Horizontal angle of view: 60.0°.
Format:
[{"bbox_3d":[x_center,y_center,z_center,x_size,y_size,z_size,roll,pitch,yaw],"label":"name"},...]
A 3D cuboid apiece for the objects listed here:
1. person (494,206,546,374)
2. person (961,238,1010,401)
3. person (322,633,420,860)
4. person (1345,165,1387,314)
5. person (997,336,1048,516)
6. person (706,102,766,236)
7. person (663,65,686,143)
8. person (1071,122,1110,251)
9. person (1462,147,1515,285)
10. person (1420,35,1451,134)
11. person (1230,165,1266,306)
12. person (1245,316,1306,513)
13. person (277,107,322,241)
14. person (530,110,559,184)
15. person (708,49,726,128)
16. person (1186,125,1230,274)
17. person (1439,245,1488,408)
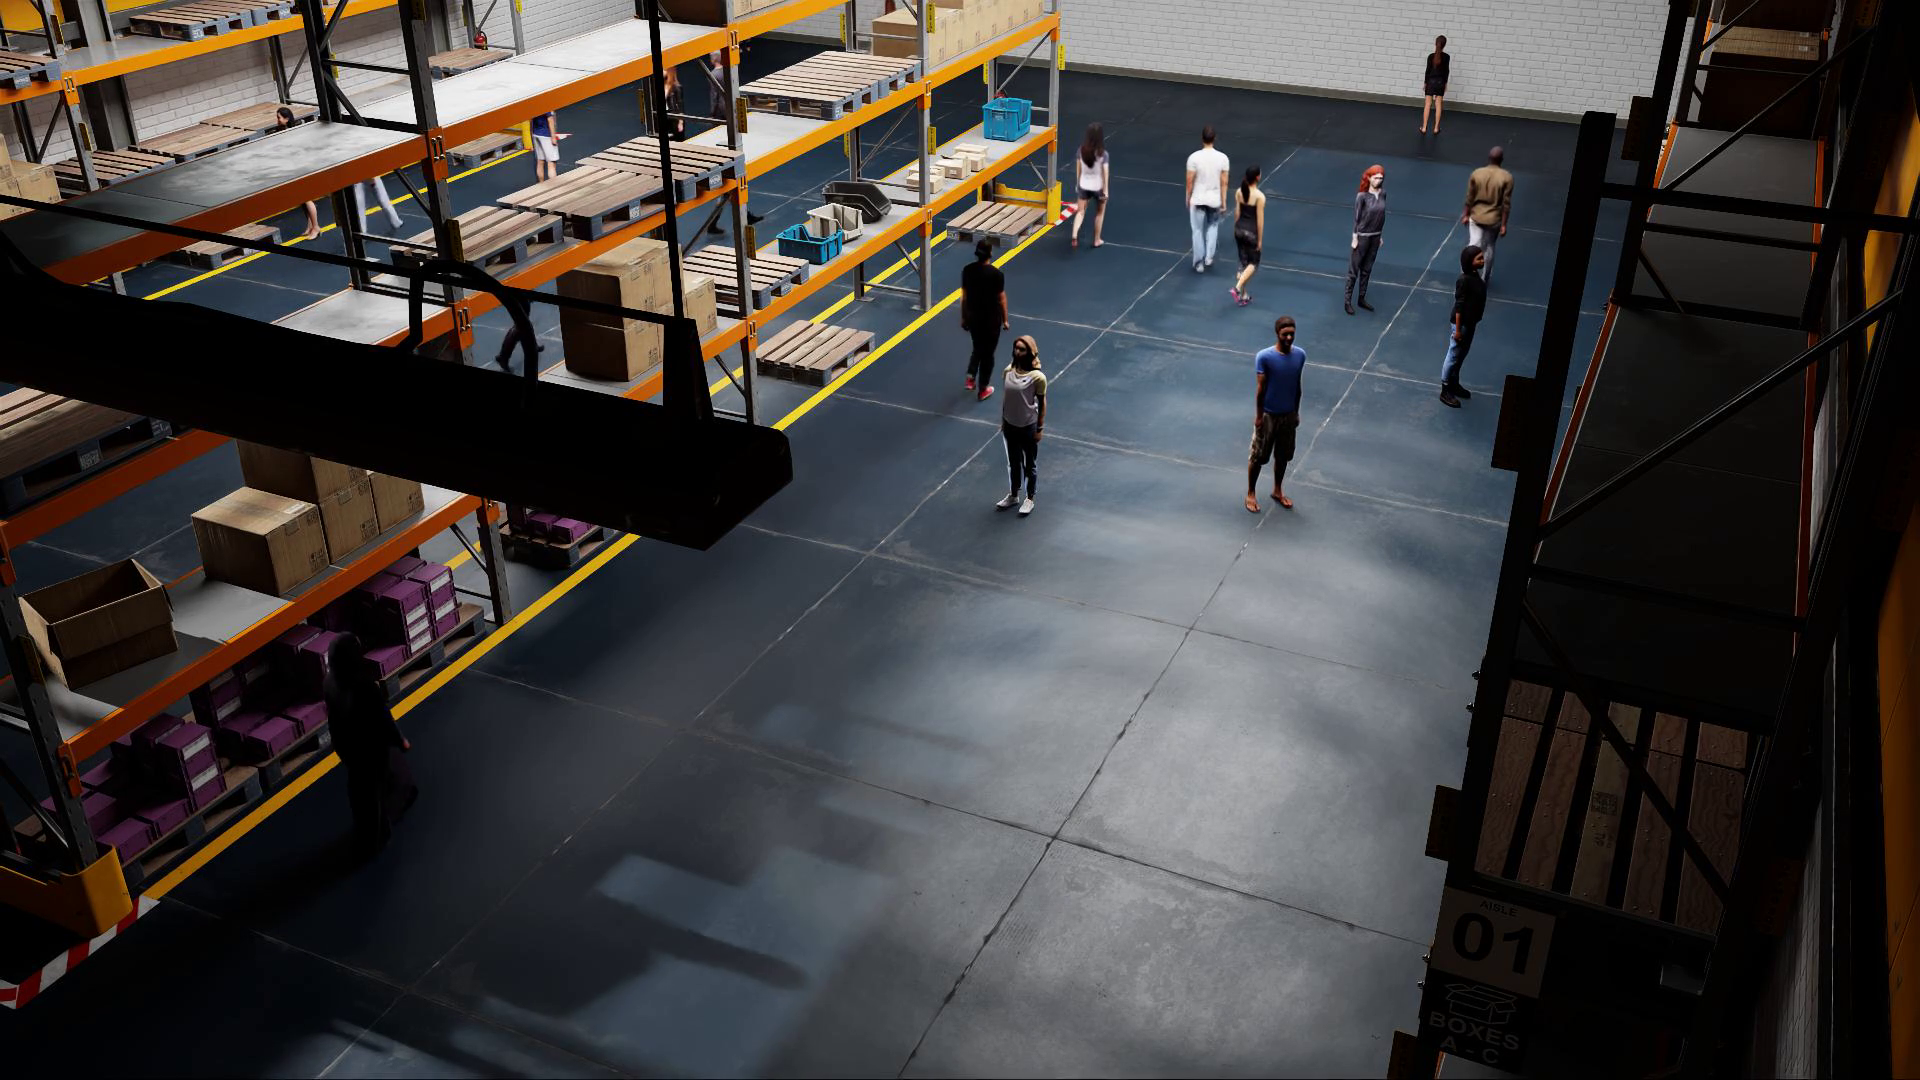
[{"bbox_3d":[-4.919,-2.735,18.166,0.686,1.840,1.132,13,31,23],"label":"person"},{"bbox_3d":[0.213,-2.276,17.423,0.652,1.744,0.646,16,32,26],"label":"person"},{"bbox_3d":[-3.972,1.361,10.896,0.693,1.610,0.963,18,33,30],"label":"person"},{"bbox_3d":[4.833,-3.595,19.803,0.628,1.782,0.712,-13,31,-23],"label":"person"},{"bbox_3d":[0.570,-1.062,15.220,0.656,1.723,0.594,18,34,30],"label":"person"},{"bbox_3d":[-3.163,-4.916,22.260,1.301,1.748,1.043,-21,35,-34],"label":"person"},{"bbox_3d":[-4.230,-6.257,24.755,0.669,1.713,0.678,-21,35,-34],"label":"person"},{"bbox_3d":[1.692,-4.581,21.709,0.585,1.687,0.950,13,31,22],"label":"person"},{"bbox_3d":[6.362,-3.835,20.245,0.729,1.780,1.141,14,31,24],"label":"person"},{"bbox_3d":[7.742,-7.427,27.063,0.586,1.555,0.608,6,29,10],"label":"person"},{"bbox_3d":[3.391,-3.607,19.895,0.679,1.714,0.808,23,36,35],"label":"person"},{"bbox_3d":[2.904,-1.186,15.300,0.738,1.864,0.785,-8,30,-14],"label":"person"},{"bbox_3d":[-8.842,-4.893,22.196,0.800,1.769,0.776,-19,34,-30],"label":"person"},{"bbox_3d":[-6.095,-5.989,24.255,0.620,1.721,0.720,-21,35,-34],"label":"person"},{"bbox_3d":[-3.583,-6.465,25.007,0.773,1.836,0.541,14,32,25],"label":"person"},{"bbox_3d":[3.108,-4.262,20.954,0.803,1.850,0.825,0,29,1],"label":"person"},{"bbox_3d":[5.279,-2.266,17.449,0.666,1.702,0.535,20,34,32],"label":"person"}]
